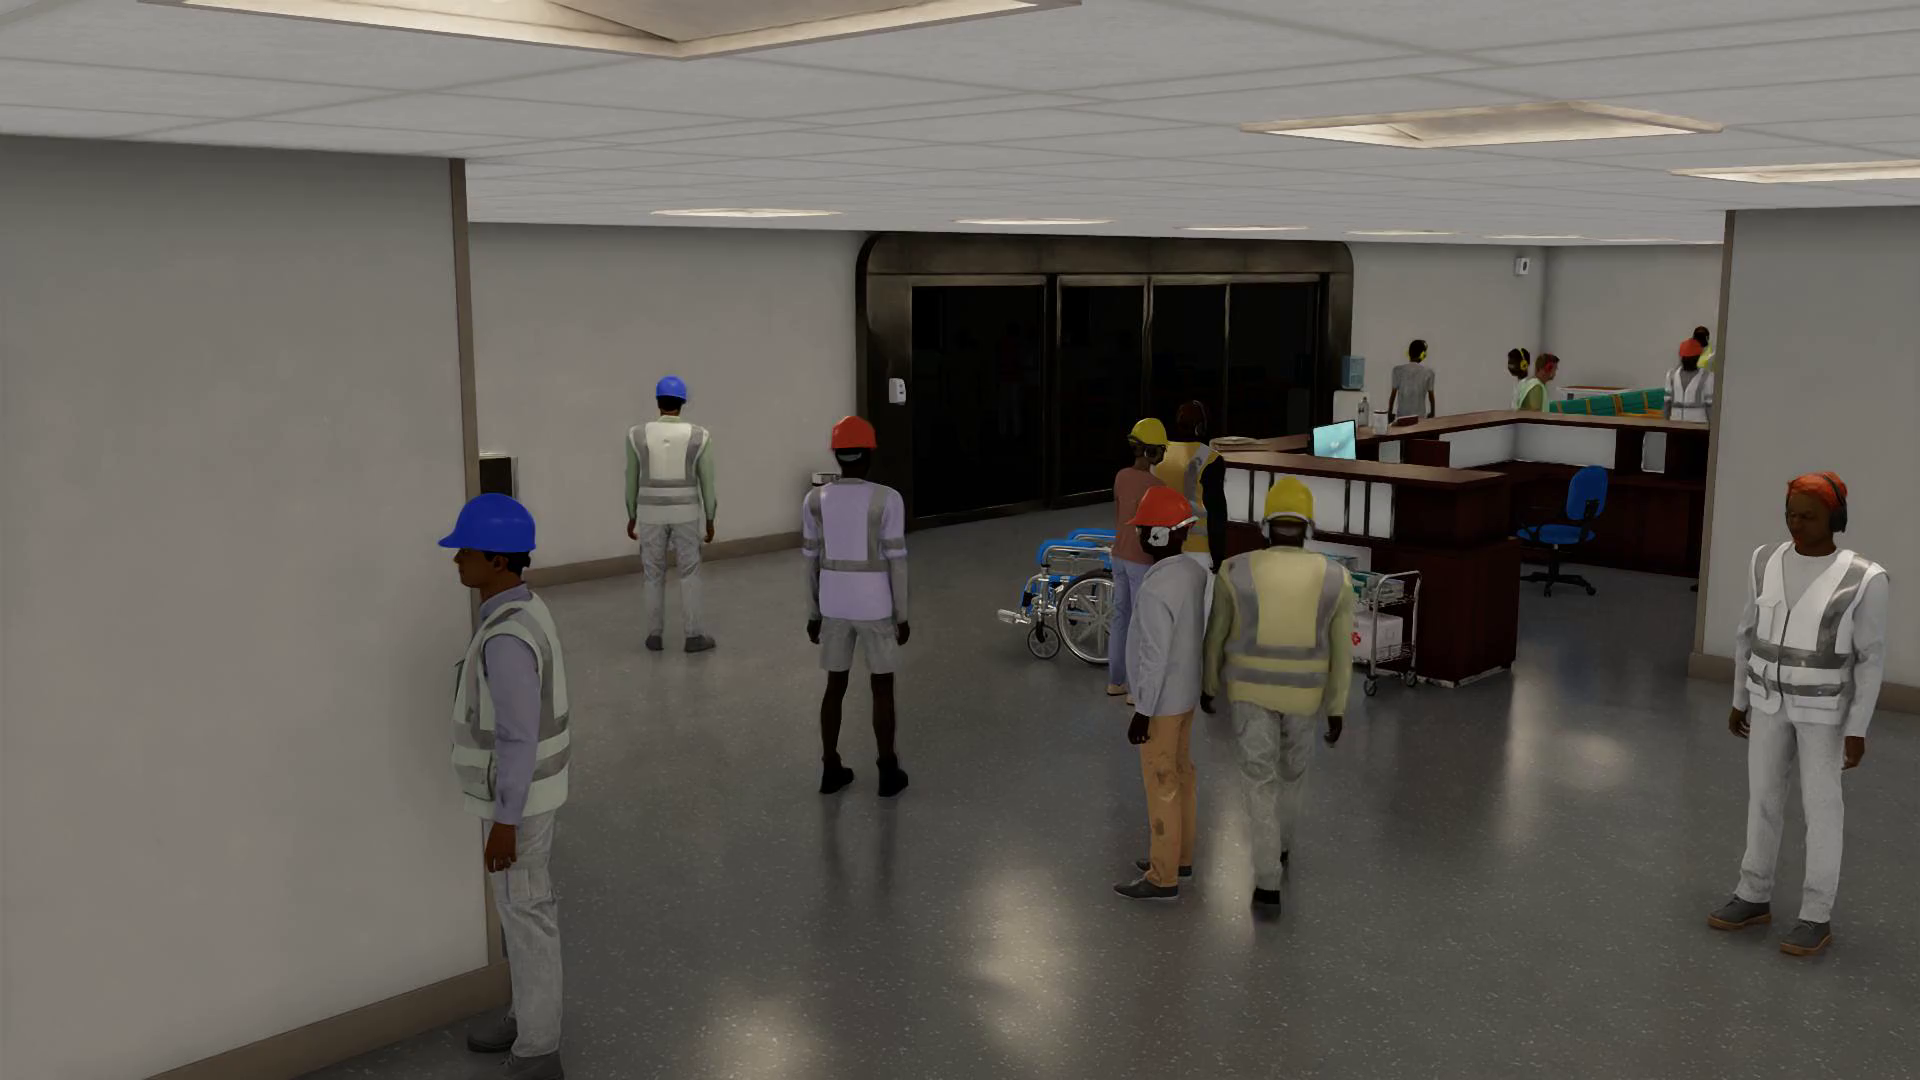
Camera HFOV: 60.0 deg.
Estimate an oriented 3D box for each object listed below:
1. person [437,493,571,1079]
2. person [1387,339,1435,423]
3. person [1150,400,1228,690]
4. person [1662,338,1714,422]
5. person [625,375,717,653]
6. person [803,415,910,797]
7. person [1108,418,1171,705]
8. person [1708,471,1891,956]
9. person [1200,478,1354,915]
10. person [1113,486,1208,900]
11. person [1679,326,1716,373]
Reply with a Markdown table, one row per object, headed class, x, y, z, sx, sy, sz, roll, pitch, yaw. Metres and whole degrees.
| class | x | y | z | sx | sy | sz | roll | pitch | yaw |
| --- | --- | --- | --- | --- | --- | --- | --- | --- | --- |
| person | -1.456 | 0.812 | 5.401 | 0.384 | 1.951 | 0.605 | -2 | 10 | -14 |
| person | 5.303 | -1.432 | 19.537 | 0.529 | 1.832 | 0.746 | 4 | 10 | 23 |
| person | 1.457 | 0.033 | 10.562 | 0.430 | 1.835 | 0.619 | -6 | 11 | -35 |
| person | 8.142 | -1.309 | 18.545 | 0.769 | 1.908 | 0.560 | -8 | 12 | -41 |
| person | -2.002 | -0.171 | 11.545 | 0.628 | 1.924 | 0.444 | -1 | 9 | -8 |
| person | -0.518 | 0.328 | 8.440 | 0.550 | 1.926 | 0.399 | 3 | 10 | 18 |
| person | 1.117 | 0.129 | 10.190 | 0.342 | 1.756 | 0.518 | -5 | 10 | -27 |
| person | 3.277 | 0.665 | 6.503 | 0.356 | 1.885 | 0.572 | -6 | 11 | -31 |
| person | 1.336 | 0.630 | 7.054 | 0.599 | 1.789 | 0.924 | 0 | 9 | 2 |
| person | 0.850 | 0.642 | 7.045 | 0.324 | 1.752 | 0.562 | 4 | 10 | 24 |
| person | 10.728 | -2.184 | 24.161 | 0.621 | 1.835 | 0.431 | 7 | 11 | 36 |
